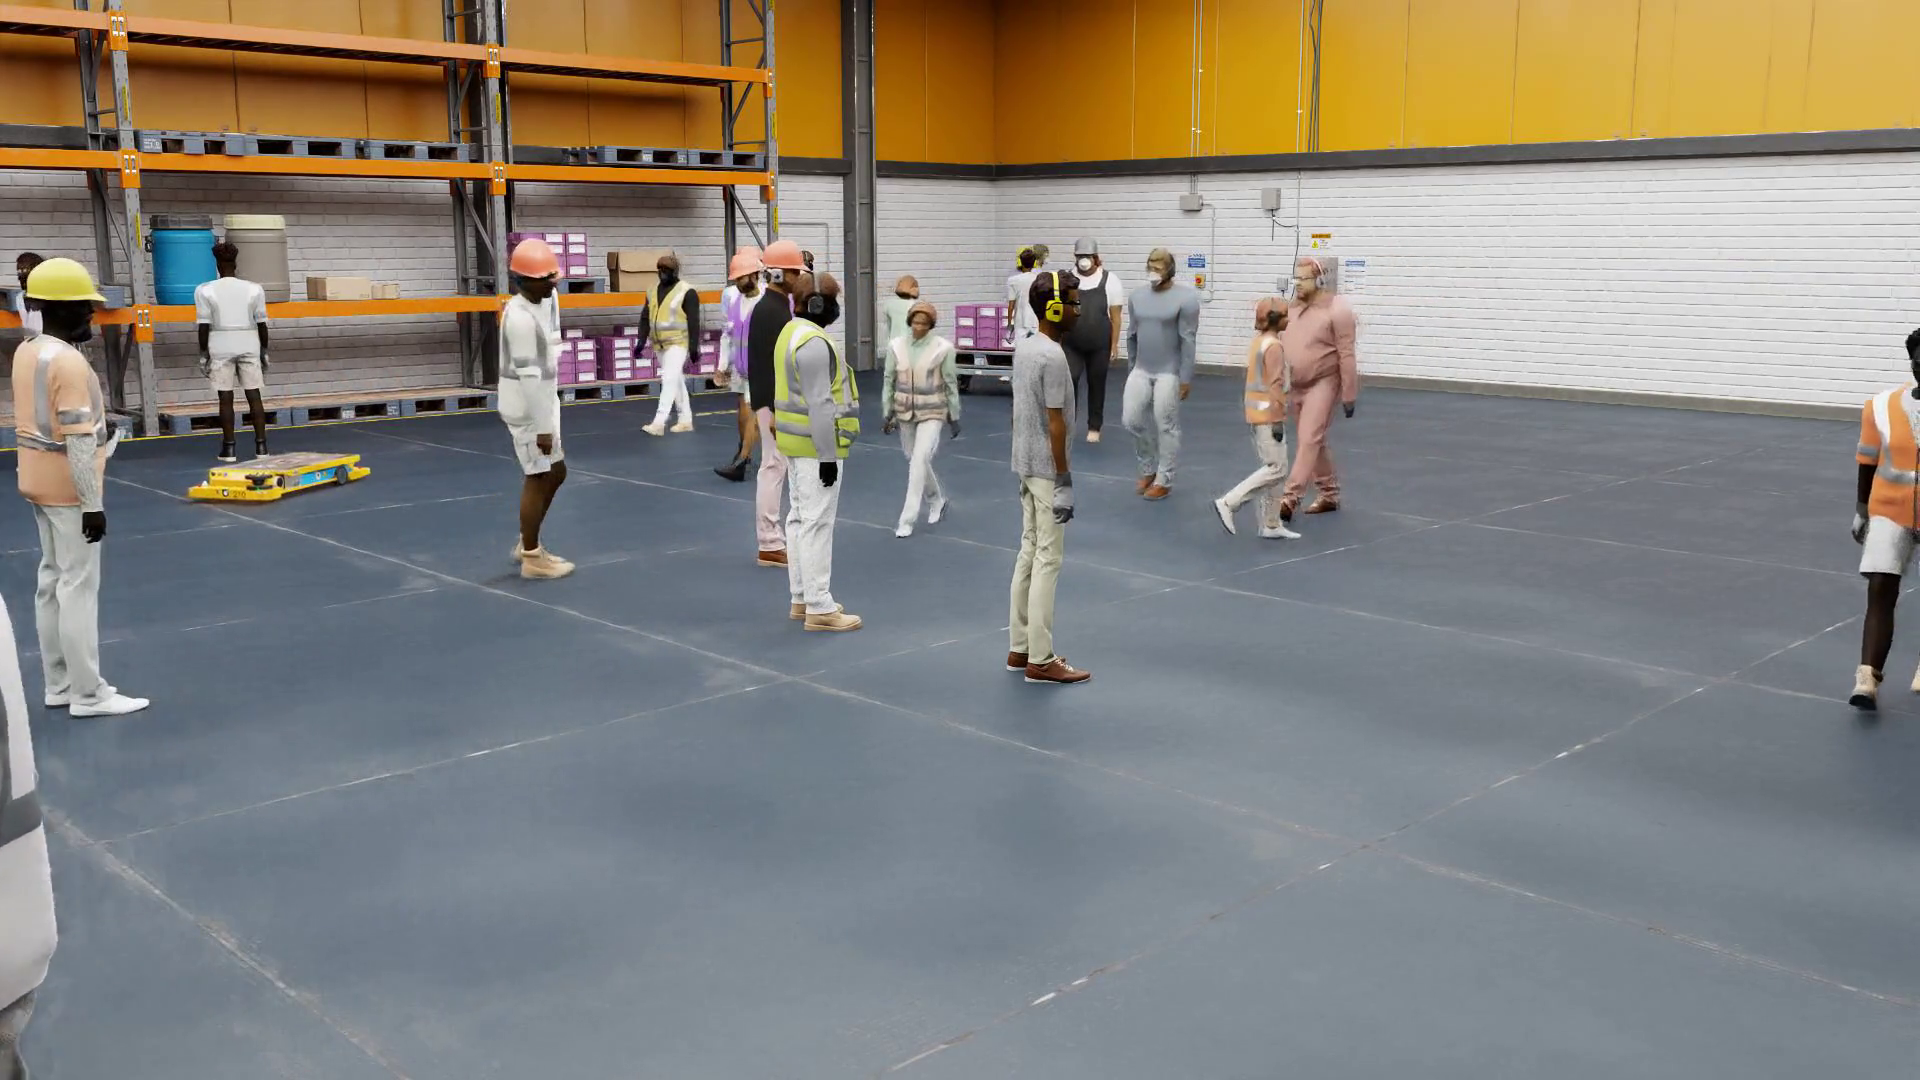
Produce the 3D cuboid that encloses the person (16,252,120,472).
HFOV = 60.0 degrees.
[{"bbox_3d":[-7.832,-1.554,14.457,0.602,1.888,0.837,5,12,27],"label":"person"}]

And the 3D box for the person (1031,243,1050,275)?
[{"bbox_3d":[1.002,-3.036,22.450,0.570,1.912,0.652,0,10,0],"label":"person"}]

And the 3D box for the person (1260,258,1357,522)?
[{"bbox_3d":[2.427,-1.063,11.846,0.999,1.854,0.674,-7,13,-35],"label":"person"}]

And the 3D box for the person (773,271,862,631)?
[{"bbox_3d":[-0.734,-0.459,8.595,0.429,1.844,0.623,-3,11,-18],"label":"person"}]

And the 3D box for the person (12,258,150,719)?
[{"bbox_3d":[-3.746,-0.214,7.020,0.589,1.927,0.388,10,14,43],"label":"person"}]

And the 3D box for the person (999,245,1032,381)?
[{"bbox_3d":[0.871,-3.175,23.298,0.823,1.880,0.607,-9,14,-42],"label":"person"}]

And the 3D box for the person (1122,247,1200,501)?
[{"bbox_3d":[1.497,-1.248,12.639,0.640,1.927,0.437,8,13,38],"label":"person"}]

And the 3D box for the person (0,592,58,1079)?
[{"bbox_3d":[-1.597,0.629,2.447,0.582,1.913,0.546,-6,12,-29],"label":"person"}]

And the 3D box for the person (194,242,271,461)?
[{"bbox_3d":[-6.532,-1.689,14.960,0.614,1.962,0.366,-7,13,-35],"label":"person"}]

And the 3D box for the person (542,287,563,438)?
[{"bbox_3d":[-3.810,-1.688,15.176,0.355,1.884,0.575,-2,11,-11],"label":"person"}]

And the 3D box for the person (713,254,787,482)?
[{"bbox_3d":[-1.738,-1.437,13.906,0.537,1.873,0.984,8,13,38],"label":"person"}]

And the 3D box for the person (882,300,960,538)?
[{"bbox_3d":[-0.242,-0.853,11.403,0.525,1.593,0.827,5,11,24],"label":"person"}]

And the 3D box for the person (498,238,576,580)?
[{"bbox_3d":[-2.455,-0.731,9.662,0.432,2.017,0.661,-1,10,-7],"label":"person"}]

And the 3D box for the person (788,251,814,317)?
[{"bbox_3d":[-1.949,-2.669,20.684,0.431,1.836,0.619,-7,13,-35],"label":"person"}]

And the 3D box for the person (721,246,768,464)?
[{"bbox_3d":[-1.850,-1.641,14.799,0.542,1.929,0.374,-3,11,-18],"label":"person"}]

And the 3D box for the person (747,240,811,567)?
[{"bbox_3d":[-1.102,-0.837,10.240,0.401,1.989,0.623,-1,10,-3],"label":"person"}]

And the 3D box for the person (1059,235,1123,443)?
[{"bbox_3d":[1.220,-1.926,16.046,0.681,2.000,0.809,1,10,8],"label":"person"}]

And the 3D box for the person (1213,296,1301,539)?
[{"bbox_3d":[1.993,-0.791,10.974,0.530,1.624,0.527,0,10,1],"label":"person"}]

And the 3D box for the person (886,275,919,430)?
[{"bbox_3d":[-0.538,-1.962,17.446,0.519,1.602,0.763,7,12,33],"label":"person"}]

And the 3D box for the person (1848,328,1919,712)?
[{"bbox_3d":[4.088,-0.092,7.098,0.550,1.637,0.909,8,13,37],"label":"person"}]

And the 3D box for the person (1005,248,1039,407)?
[{"bbox_3d":[0.784,-2.489,19.582,0.515,1.872,0.328,-2,11,-13],"label":"person"}]

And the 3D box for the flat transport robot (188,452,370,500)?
[{"bbox_3d":[-5.384,-0.523,13.224,0.652,0.197,1.431,2,11,13],"label":"flat transport robot"}]

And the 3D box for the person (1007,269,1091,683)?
[{"bbox_3d":[0.394,-0.287,7.580,0.309,1.868,0.535,-3,11,-17],"label":"person"}]

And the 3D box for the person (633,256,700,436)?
[{"bbox_3d":[-3.014,-1.952,16.825,0.634,1.798,0.921,8,13,36],"label":"person"}]
